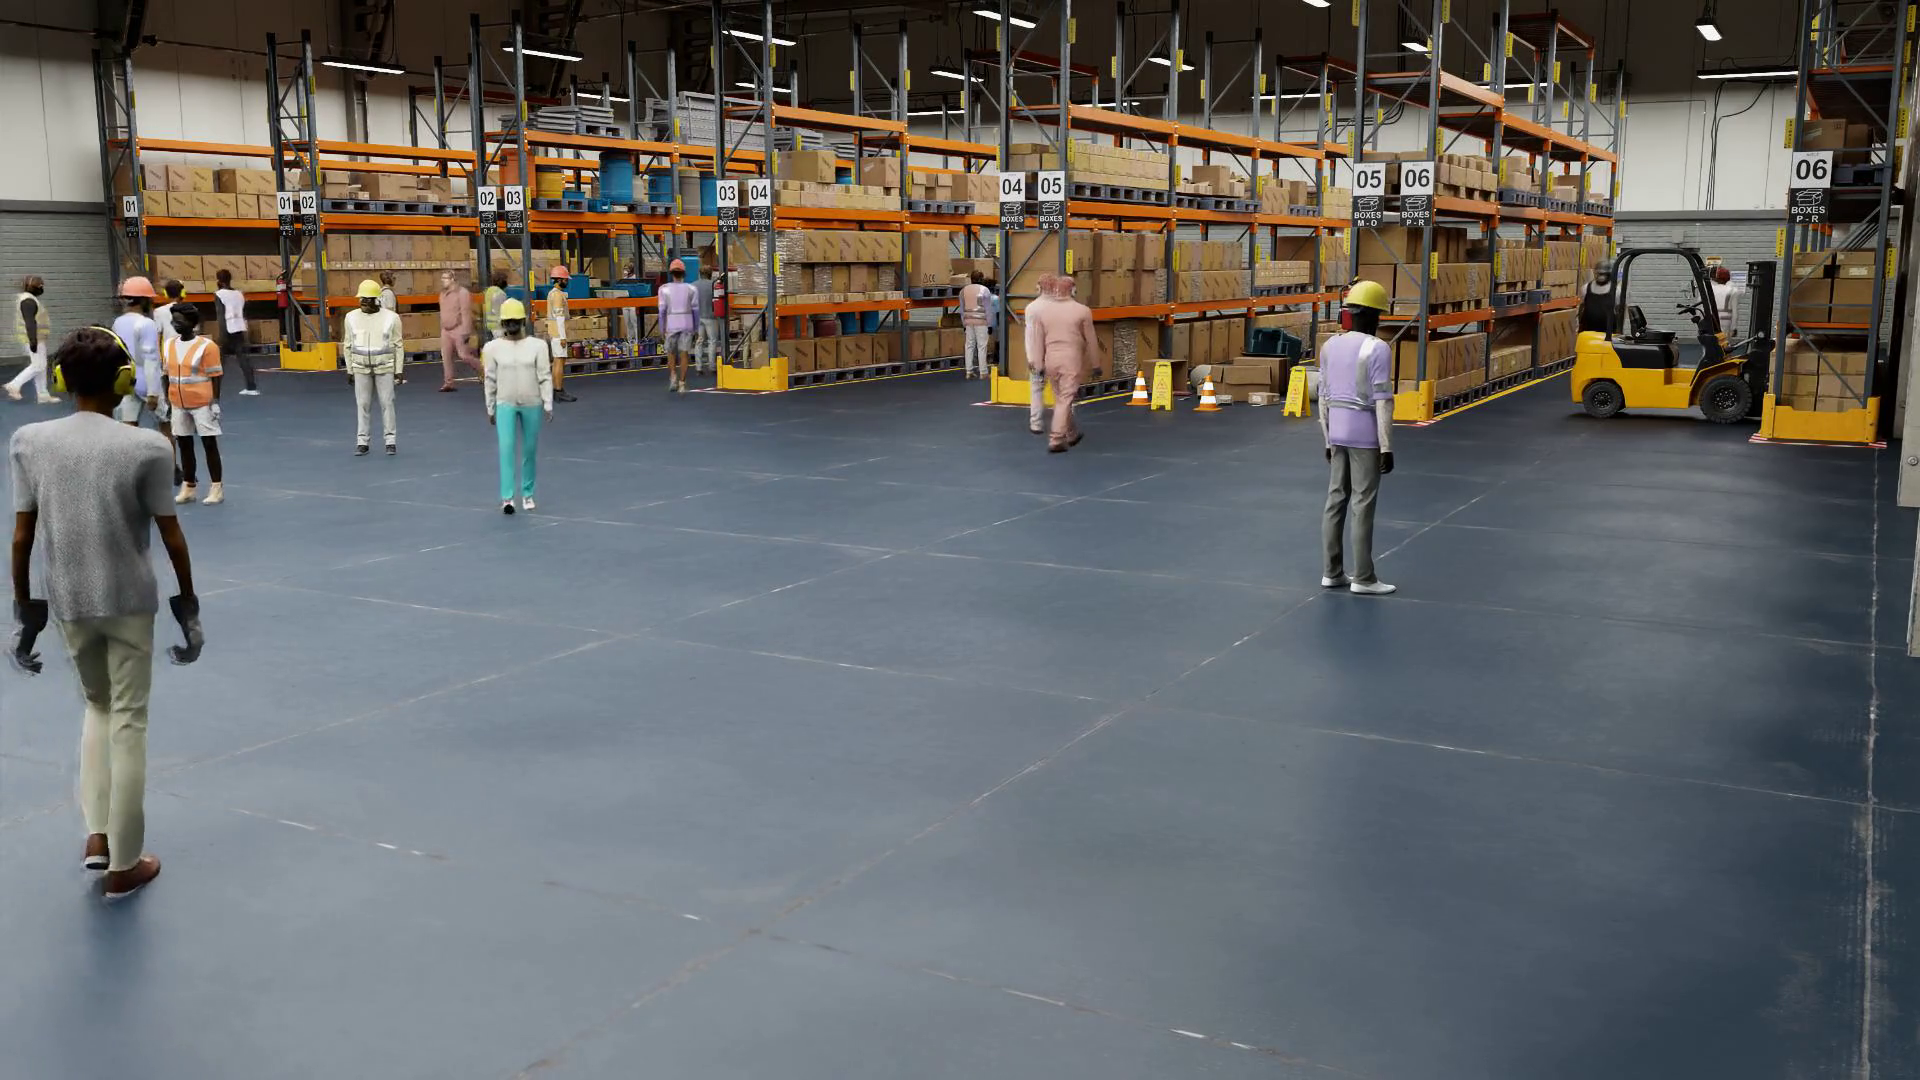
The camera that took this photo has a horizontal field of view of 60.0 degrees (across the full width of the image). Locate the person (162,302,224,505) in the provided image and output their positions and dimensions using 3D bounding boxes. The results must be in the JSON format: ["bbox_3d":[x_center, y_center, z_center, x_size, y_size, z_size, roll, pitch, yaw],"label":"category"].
[{"bbox_3d":[-6.401,-1.131,13.867,0.540,1.695,0.317,2,10,12],"label":"person"}]

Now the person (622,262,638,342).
[{"bbox_3d":[-7.128,-5.037,36.027,0.636,1.939,0.365,9,13,41],"label":"person"}]

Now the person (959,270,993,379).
[{"bbox_3d":[0.298,-3.640,28.126,0.627,1.846,0.429,7,12,34],"label":"person"}]

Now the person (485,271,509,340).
[{"bbox_3d":[-7.486,-3.449,27.047,0.445,1.830,0.651,-7,12,-34],"label":"person"}]

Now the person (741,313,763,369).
[{"bbox_3d":[-3.694,-3.782,29.571,0.504,1.632,0.269,9,13,44],"label":"person"}]

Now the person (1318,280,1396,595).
[{"bbox_3d":[2.454,-0.626,10.245,0.369,1.925,0.586,-6,11,-31],"label":"person"}]

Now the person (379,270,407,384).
[{"bbox_3d":[-9.217,-3.432,26.945,0.379,1.845,0.527,-8,12,-38],"label":"person"}]

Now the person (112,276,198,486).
[{"bbox_3d":[-7.309,-1.379,14.727,0.553,1.907,0.932,6,11,30],"label":"person"}]

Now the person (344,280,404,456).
[{"bbox_3d":[-6.104,-1.787,17.329,0.590,1.827,0.404,-1,10,-8],"label":"person"}]

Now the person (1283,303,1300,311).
[{"bbox_3d":[7.678,-5.452,38.439,0.413,1.953,0.609,-2,10,-12],"label":"person"}]

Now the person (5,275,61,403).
[{"bbox_3d":[-13.055,-2.803,23.306,0.594,1.815,0.682,-5,11,-26],"label":"person"}]

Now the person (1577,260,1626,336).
[{"bbox_3d":[9.849,-3.319,25.669,0.710,2.000,0.958,6,11,32],"label":"person"}]

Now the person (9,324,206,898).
[{"bbox_3d":[-2.763,0.231,5.419,0.563,1.853,0.451,0,10,-2],"label":"person"}]

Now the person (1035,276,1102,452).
[{"bbox_3d":[1.168,-1.883,17.823,0.645,1.853,1.009,7,12,34],"label":"person"}]

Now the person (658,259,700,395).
[{"bbox_3d":[-4.238,-3.206,25.069,0.626,2.013,0.772,-3,10,-15],"label":"person"}]

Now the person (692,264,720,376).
[{"bbox_3d":[-4.401,-3.811,28.853,0.635,1.937,0.353,3,10,16],"label":"person"}]

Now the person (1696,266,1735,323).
[{"bbox_3d":[14.516,-4.319,31.983,0.650,1.890,1.019,6,11,29],"label":"person"}]

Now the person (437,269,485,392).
[{"bbox_3d":[-7.703,-3.220,25.563,0.651,1.879,0.797,5,11,28],"label":"person"}]

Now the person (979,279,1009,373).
[{"bbox_3d":[0.586,-3.818,29.672,0.550,1.654,0.834,7,12,36],"label":"person"}]

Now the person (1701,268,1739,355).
[{"bbox_3d":[12.560,-3.556,27.514,0.583,1.883,0.337,9,13,42],"label":"person"}]

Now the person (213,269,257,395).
[{"bbox_3d":[-10.983,-3.097,24.881,0.985,1.866,0.604,3,10,18],"label":"person"}]

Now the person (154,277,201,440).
[{"bbox_3d":[-8.919,-2.075,18.995,0.517,1.838,0.868,1,10,4],"label":"person"}]

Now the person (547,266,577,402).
[{"bbox_3d":[-5.692,-2.941,23.766,0.365,1.934,0.553,-4,10,-22],"label":"person"}]

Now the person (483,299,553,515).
[{"bbox_3d":[-3.535,-1.058,13.362,0.528,1.730,0.870,-3,10,-18],"label":"person"}]

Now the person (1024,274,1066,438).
[{"bbox_3d":[1.049,-2.121,19.155,0.638,1.877,0.832,-2,10,-14],"label":"person"}]
